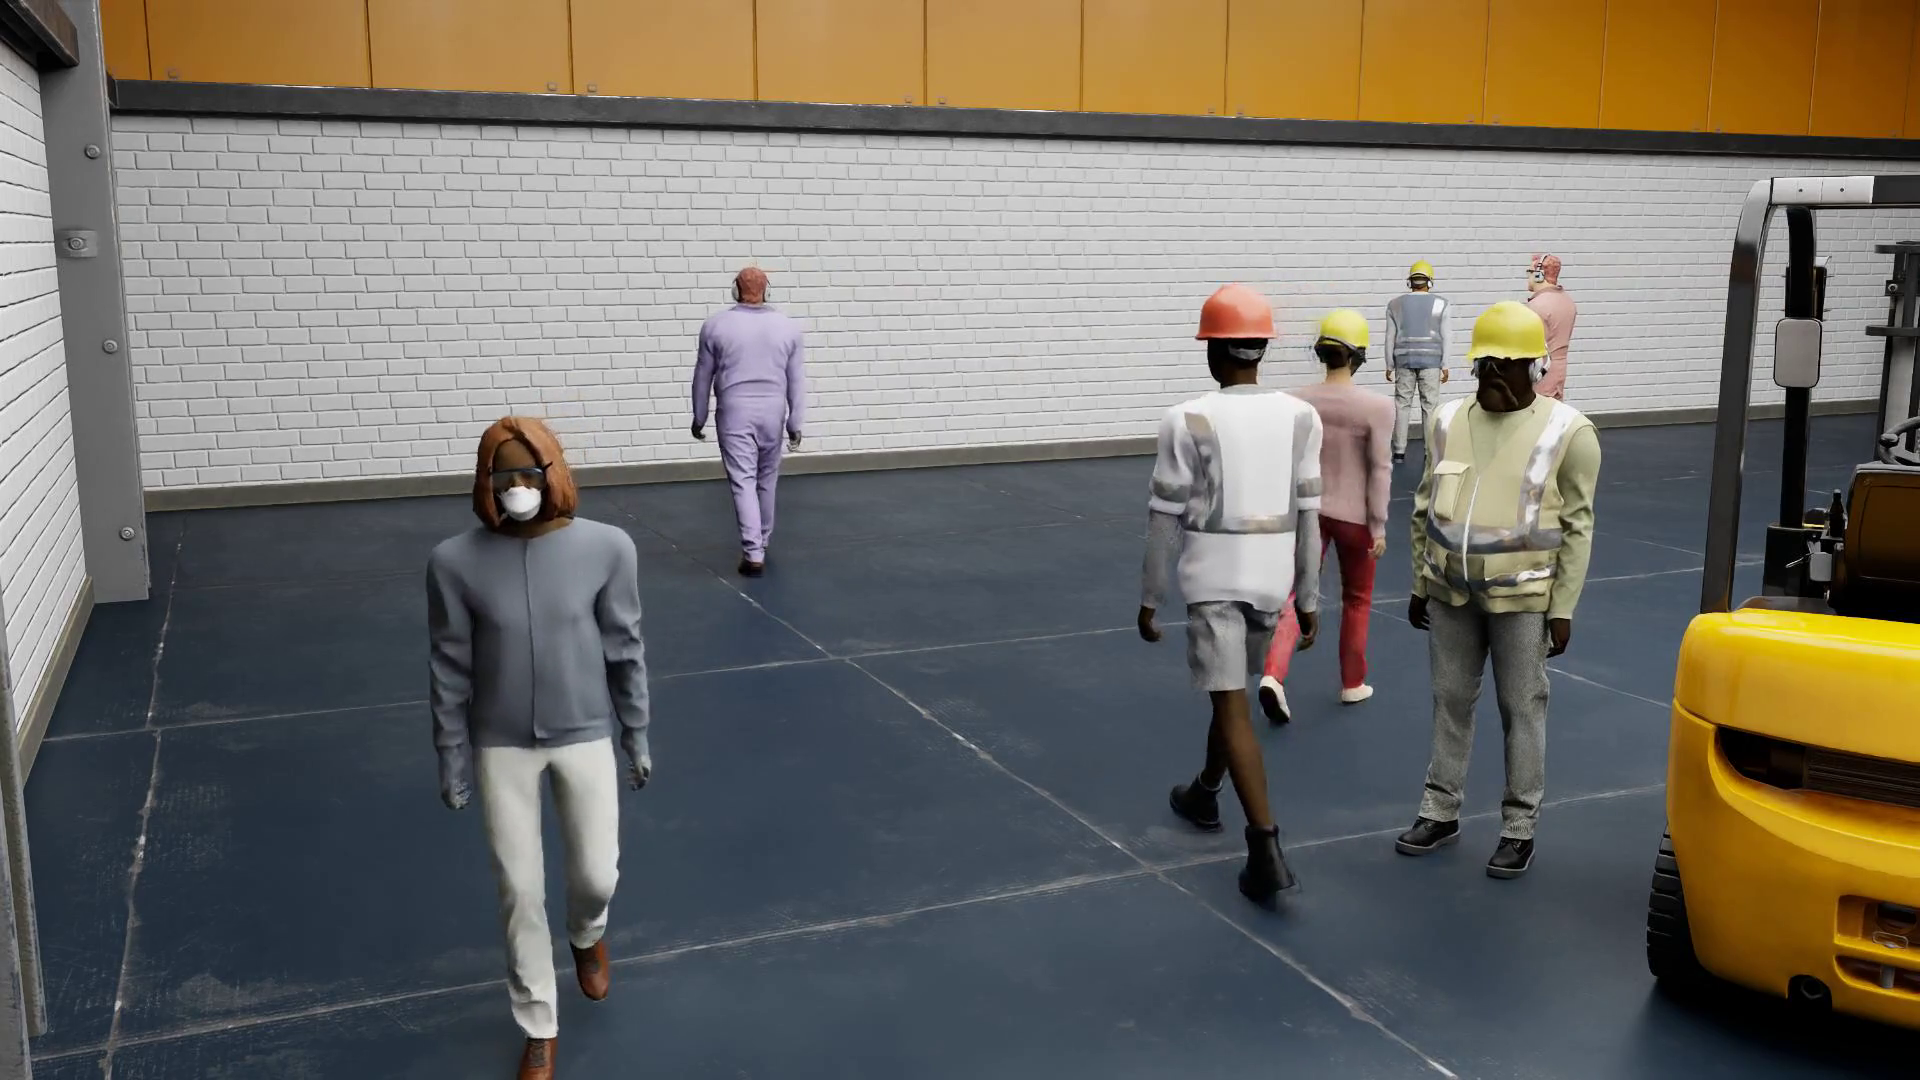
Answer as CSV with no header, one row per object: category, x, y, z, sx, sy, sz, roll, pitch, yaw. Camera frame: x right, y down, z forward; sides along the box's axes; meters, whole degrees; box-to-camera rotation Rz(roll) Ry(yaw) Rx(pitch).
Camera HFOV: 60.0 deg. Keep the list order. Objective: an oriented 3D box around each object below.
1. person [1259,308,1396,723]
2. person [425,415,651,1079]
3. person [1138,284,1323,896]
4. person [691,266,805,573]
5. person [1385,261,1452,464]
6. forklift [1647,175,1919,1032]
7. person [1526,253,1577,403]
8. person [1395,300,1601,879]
person,1.536,-0.100,6.994,0.527,1.740,0.811,7,12,34
person,-1.017,0.492,4.050,0.514,1.615,0.461,-2,10,-11
person,0.885,0.137,5.299,0.560,1.887,1.028,-3,11,-16
person,-1.303,-0.750,10.266,0.657,1.852,1.015,-4,11,-21
person,4.122,-1.590,14.967,0.586,1.823,0.403,4,11,22
forklift,2.810,0.094,4.662,1.214,2.155,2.313,7,12,34
person,4.379,-1.206,12.617,0.406,1.910,0.639,9,14,41
person,1.698,0.155,5.325,0.588,1.831,0.404,9,14,42
